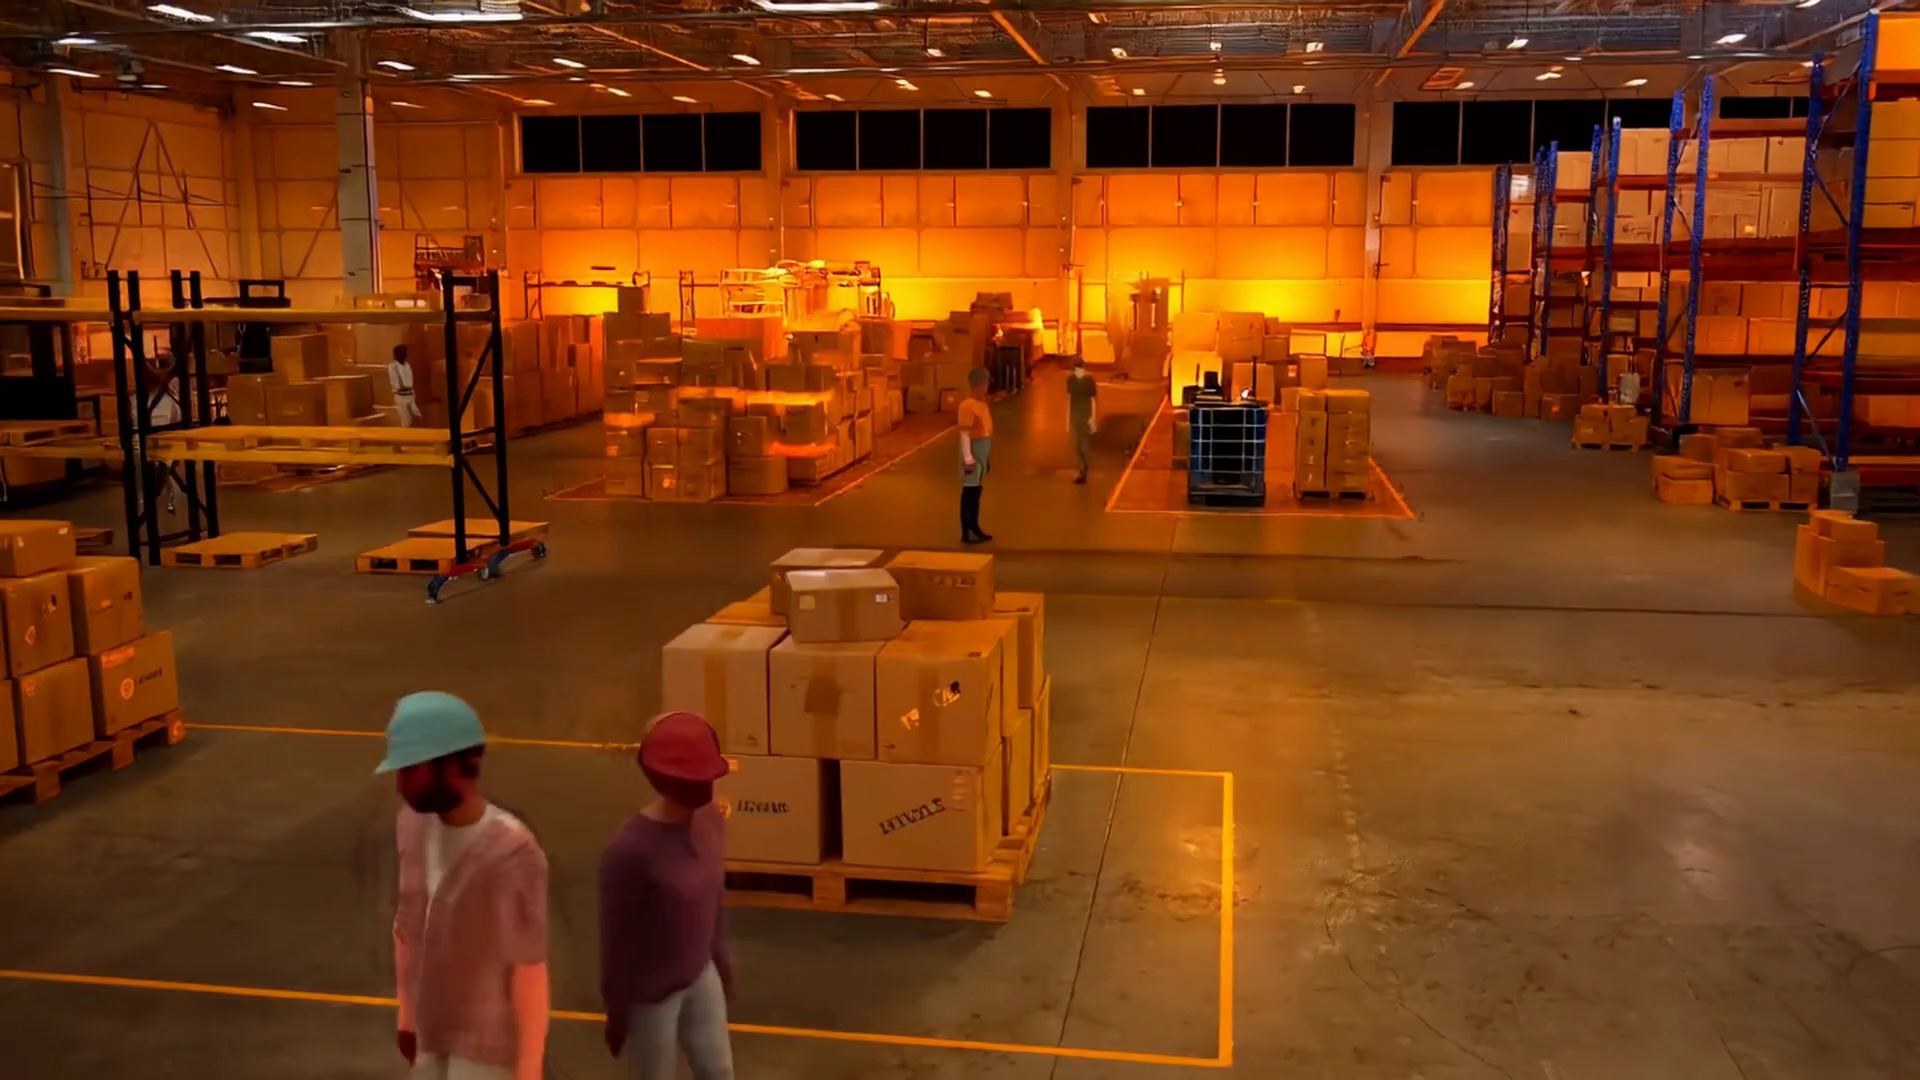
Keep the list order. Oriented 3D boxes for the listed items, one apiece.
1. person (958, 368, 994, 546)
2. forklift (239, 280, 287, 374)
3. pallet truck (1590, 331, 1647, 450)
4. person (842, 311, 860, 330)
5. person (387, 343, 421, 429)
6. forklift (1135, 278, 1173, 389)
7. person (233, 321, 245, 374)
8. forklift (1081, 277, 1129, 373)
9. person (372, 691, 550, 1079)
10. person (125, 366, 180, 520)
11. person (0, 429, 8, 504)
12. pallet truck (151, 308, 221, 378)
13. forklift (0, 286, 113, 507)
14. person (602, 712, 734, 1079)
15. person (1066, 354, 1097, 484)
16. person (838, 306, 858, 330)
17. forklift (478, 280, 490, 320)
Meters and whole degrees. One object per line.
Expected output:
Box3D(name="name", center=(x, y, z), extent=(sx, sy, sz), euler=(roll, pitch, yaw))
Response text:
Box3D(name="person", center=(0.180, -0.924, 18.423), extent=(0.373, 1.966, 0.607), euler=(4, 10, 23))
Box3D(name="forklift", center=(-15.623, -4.464, 37.445), extent=(1.129, 2.768, 1.873), euler=(-3, 10, -19))
Box3D(name="pallet truck", center=(11.253, -2.573, 28.499), extent=(0.823, 1.965, 1.885), euler=(5, 10, 27))
Box3D(name="person", center=(-2.965, -5.233, 45.141), extent=(0.542, 1.928, 0.399), euler=(-6, 11, -34))
Box3D(name="person", center=(-8.992, -2.254, 26.920), extent=(0.400, 1.869, 0.586), euler=(3, 10, 20))
Box3D(name="forklift", center=(5.010, -5.347, 42.893), extent=(1.873, 2.768, 1.129), euler=(-6, 11, -31))
Box3D(name="person", center=(-19.941, -5.256, 46.172), extent=(0.517, 1.634, 0.311), euler=(4, 10, 24))
Box3D(name="forklift", center=(4.538, -6.319, 48.889), extent=(1.873, 2.768, 1.129), euler=(1, 9, 9))
Box3D(name="person", center=(-1.326, 1.338, 4.647), extent=(0.575, 1.912, 0.711), euler=(6, 11, 35))
Box3D(name="person", center=(-9.846, -1.182, 20.309), extent=(0.471, 1.892, 0.660), euler=(8, 12, 41))
Box3D(name="person", center=(-9.584, -0.506, 16.218), extent=(0.506, 1.847, 0.343), euler=(-5, 11, -29))
Box3D(name="pallet truck", center=(-21.869, -5.598, 47.154), extent=(0.823, 1.965, 1.885), euler=(4, 10, 26))
Box3D(name="forklift", center=(-12.305, -1.917, 21.735), extent=(1.129, 2.768, 1.873), euler=(1, 9, 9))
Box3D(name="person", center=(-0.970, 1.344, 5.159), extent=(0.710, 1.734, 0.557), euler=(5, 10, 27))
Box3D(name="person", center=(1.755, -1.727, 23.748), extent=(0.522, 1.857, 0.493), euler=(5, 11, 30))
Box3D(name="person", center=(-3.470, -6.250, 51.358), extent=(0.632, 1.939, 0.368), euler=(-3, 10, -18))
Box3D(name="forklift", center=(-12.677, -5.620, 44.574), extent=(1.873, 2.768, 1.129), euler=(-3, 10, -17))
